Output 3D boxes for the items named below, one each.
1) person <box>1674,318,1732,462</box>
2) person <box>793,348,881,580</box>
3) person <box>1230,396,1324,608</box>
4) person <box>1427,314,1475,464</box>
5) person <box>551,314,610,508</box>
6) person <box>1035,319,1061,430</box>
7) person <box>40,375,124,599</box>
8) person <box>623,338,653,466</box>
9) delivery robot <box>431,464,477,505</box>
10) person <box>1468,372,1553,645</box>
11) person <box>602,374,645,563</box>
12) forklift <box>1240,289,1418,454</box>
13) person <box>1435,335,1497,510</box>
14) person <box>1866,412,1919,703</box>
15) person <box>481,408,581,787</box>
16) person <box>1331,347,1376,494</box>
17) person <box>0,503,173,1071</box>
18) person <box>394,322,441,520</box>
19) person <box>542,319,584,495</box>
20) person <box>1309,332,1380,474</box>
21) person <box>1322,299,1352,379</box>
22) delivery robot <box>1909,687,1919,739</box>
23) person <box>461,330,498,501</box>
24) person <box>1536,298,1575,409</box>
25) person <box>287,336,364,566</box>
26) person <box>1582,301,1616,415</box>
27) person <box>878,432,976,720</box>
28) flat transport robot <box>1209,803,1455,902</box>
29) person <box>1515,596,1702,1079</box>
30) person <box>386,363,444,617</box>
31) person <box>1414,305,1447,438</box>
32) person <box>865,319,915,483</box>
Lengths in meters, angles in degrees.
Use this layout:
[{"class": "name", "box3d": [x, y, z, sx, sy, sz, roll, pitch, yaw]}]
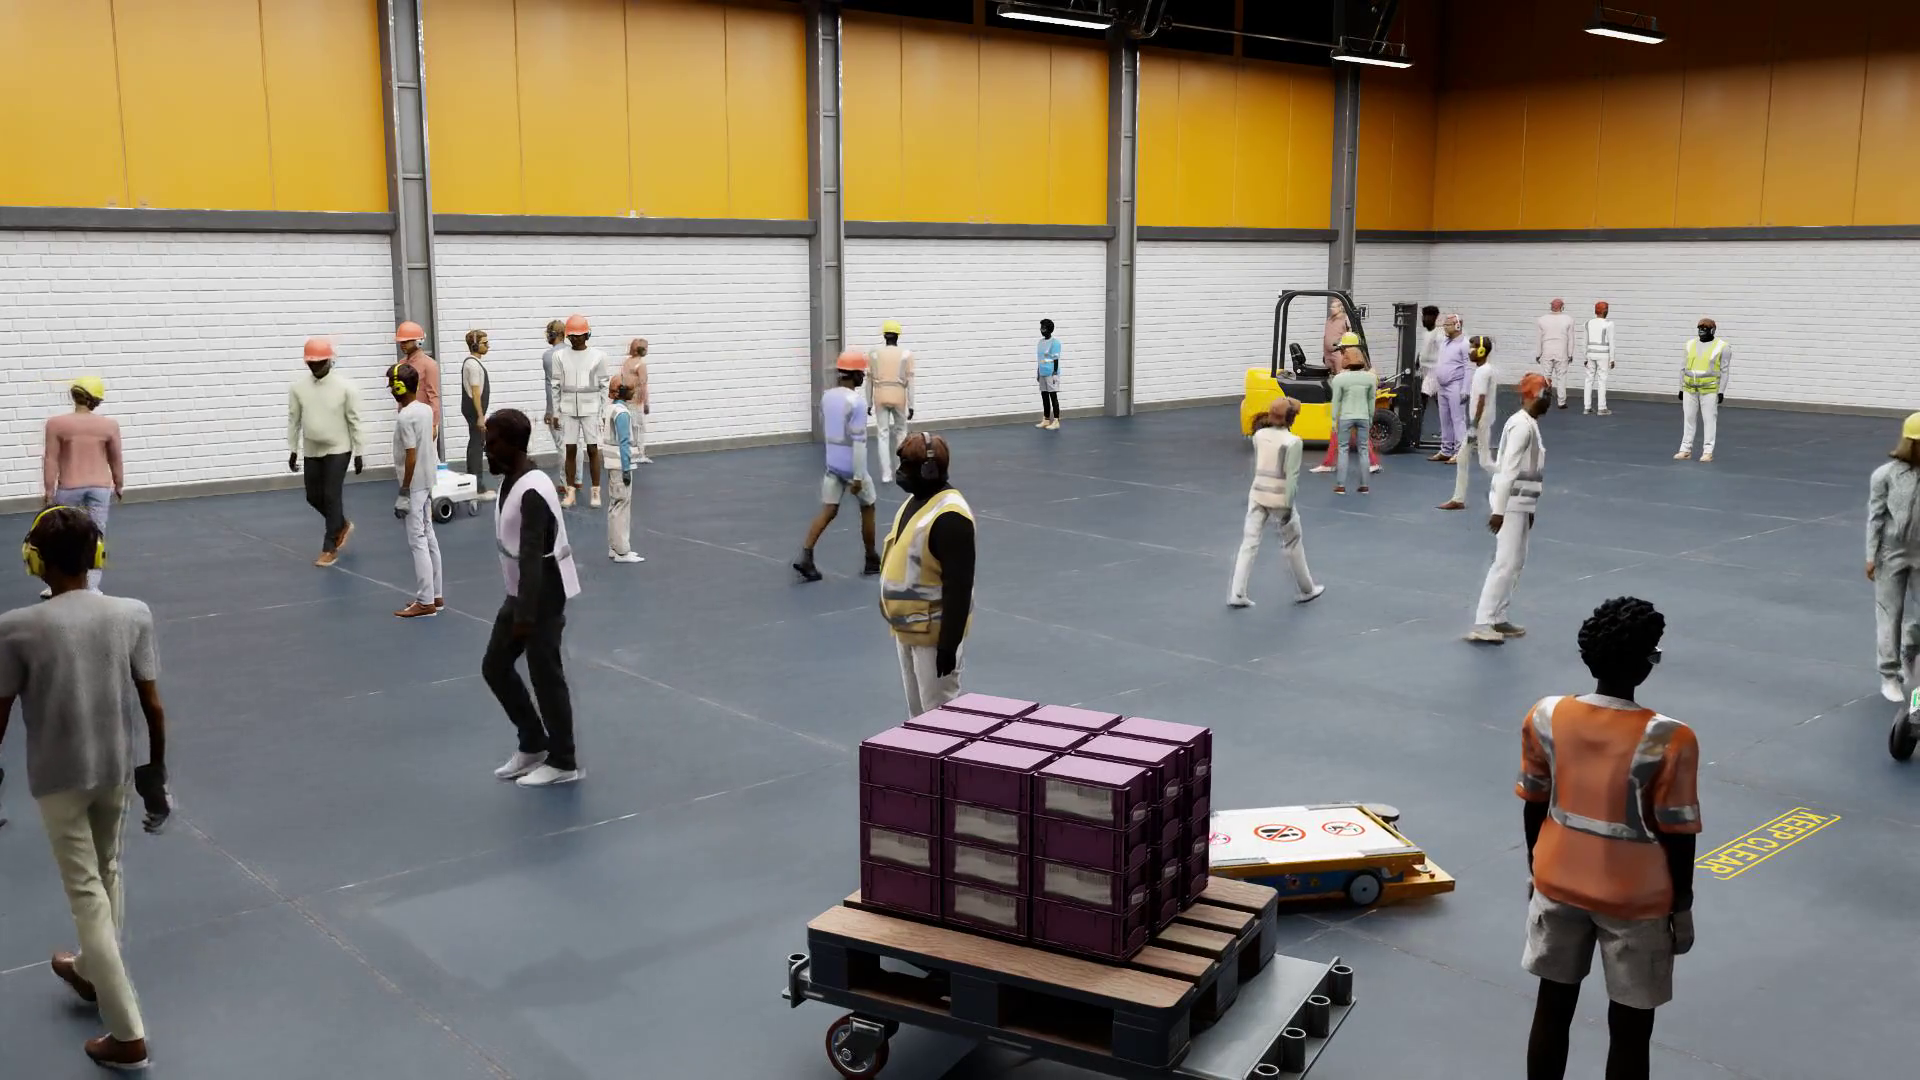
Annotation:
[{"class": "person", "box3d": [9.554, -1.928, 21.428, 0.429, 1.838, 0.621, -8, 13, -40]}, {"class": "person", "box3d": [-0.974, -0.613, 13.555, 0.940, 1.907, 0.553, -10, 14, -44]}, {"class": "person", "box3d": [2.372, -0.282, 12.506, 0.856, 1.589, 0.519, -8, 12, -38]}, {"class": "person", "box3d": [6.246, -1.917, 21.156, 0.403, 1.906, 0.651, -3, 10, -18]}, {"class": "person", "box3d": [-3.967, -1.335, 17.381, 0.605, 2.034, 0.390, 0, 10, 0]}, {"class": "person", "box3d": [1.344, -2.529, 25.372, 0.319, 1.691, 0.535, -6, 11, -30]}, {"class": "person", "box3d": [-6.749, -0.399, 12.781, 0.617, 1.720, 0.400, -6, 11, -32]}, {"class": "person", "box3d": [-4.035, -1.713, 20.808, 0.647, 1.603, 0.528, -6, 12, -33]}, {"class": "delivery robot", "box3d": [-5.184, -0.523, 16.671, 0.477, 0.478, 0.707, 5, 11, 26]}, {"class": "person", "box3d": [3.773, -0.219, 11.392, 0.438, 1.846, 0.692, 4, 11, 24]}, {"class": "person", "box3d": [-2.920, -0.617, 14.356, 0.311, 1.631, 0.504, -3, 10, -20]}, {"class": "forklift", "box3d": [5.034, -2.339, 22.783, 2.313, 2.155, 1.214, 3, 10, 16]}, {"class": "person", "box3d": [5.413, -1.184, 17.082, 0.865, 1.841, 0.527, 2, 10, 9]}, {"class": "person", "box3d": [5.619, 0.101, 9.853, 0.491, 1.729, 0.403, 2, 10, 14]}, {"class": "person", "box3d": [-2.149, 0.301, 8.186, 0.529, 1.899, 0.605, -6, 11, -29]}, {"class": "person", "box3d": [4.368, -1.322, 18.491, 0.502, 1.630, 0.278, -1, 10, -4]}, {"class": "person", "box3d": [-2.982, 0.794, 5.509, 0.889, 1.837, 0.524, 6, 12, 33]}, {"class": "person", "box3d": [-5.443, -1.191, 16.681, 0.614, 1.987, 0.407, 7, 12, 36]}, {"class": "person", "box3d": [-4.409, -1.465, 18.415, 0.376, 1.940, 0.629, 3, 10, 17]}, {"class": "person", "box3d": [4.709, -1.651, 20.126, 0.818, 1.730, 0.540, 0, 10, 0]}, {"class": "person", "box3d": [6.448, -3.183, 28.572, 0.406, 1.904, 0.654, -5, 11, -28]}, {"class": "delivery robot", "box3d": [5.259, 0.840, 8.689, 0.707, 0.478, 0.477, -9, 13, -42]}, {"class": "person", "box3d": [-5.217, -1.349, 18.008, 0.350, 1.847, 0.506, -3, 10, -18]}, {"class": "person", "box3d": [10.315, -3.228, 28.829, 0.636, 1.911, 0.405, 5, 11, 28]}, {"class": "person", "box3d": [-5.448, -0.785, 14.364, 0.646, 1.967, 0.685, 1, 10, 5]}, {"class": "person", "box3d": [10.643, -3.023, 27.699, 0.351, 1.882, 0.576, -8, 12, -38]}, {"class": "person", "box3d": [-0.157, 0.422, 7.651, 0.429, 1.842, 0.636, -3, 10, -19]}, {"class": "flat transport robot", "box3d": [1.261, 1.324, 6.960, 1.431, 0.197, 0.652, -2, 10, -11]}, {"class": "person", "box3d": [1.824, 0.998, 4.702, 0.321, 1.697, 0.529, -8, 13, -40]}, {"class": "person", "box3d": [-4.006, -0.362, 12.179, 0.327, 1.865, 0.521, 0, 10, 1]}, {"class": "person", "box3d": [6.728, -2.419, 24.024, 0.984, 1.917, 0.608, -1, 10, -3]}, {"class": "person", "box3d": [-0.812, -1.633, 19.523, 0.589, 1.904, 0.721, 0, 10, 2]}]
